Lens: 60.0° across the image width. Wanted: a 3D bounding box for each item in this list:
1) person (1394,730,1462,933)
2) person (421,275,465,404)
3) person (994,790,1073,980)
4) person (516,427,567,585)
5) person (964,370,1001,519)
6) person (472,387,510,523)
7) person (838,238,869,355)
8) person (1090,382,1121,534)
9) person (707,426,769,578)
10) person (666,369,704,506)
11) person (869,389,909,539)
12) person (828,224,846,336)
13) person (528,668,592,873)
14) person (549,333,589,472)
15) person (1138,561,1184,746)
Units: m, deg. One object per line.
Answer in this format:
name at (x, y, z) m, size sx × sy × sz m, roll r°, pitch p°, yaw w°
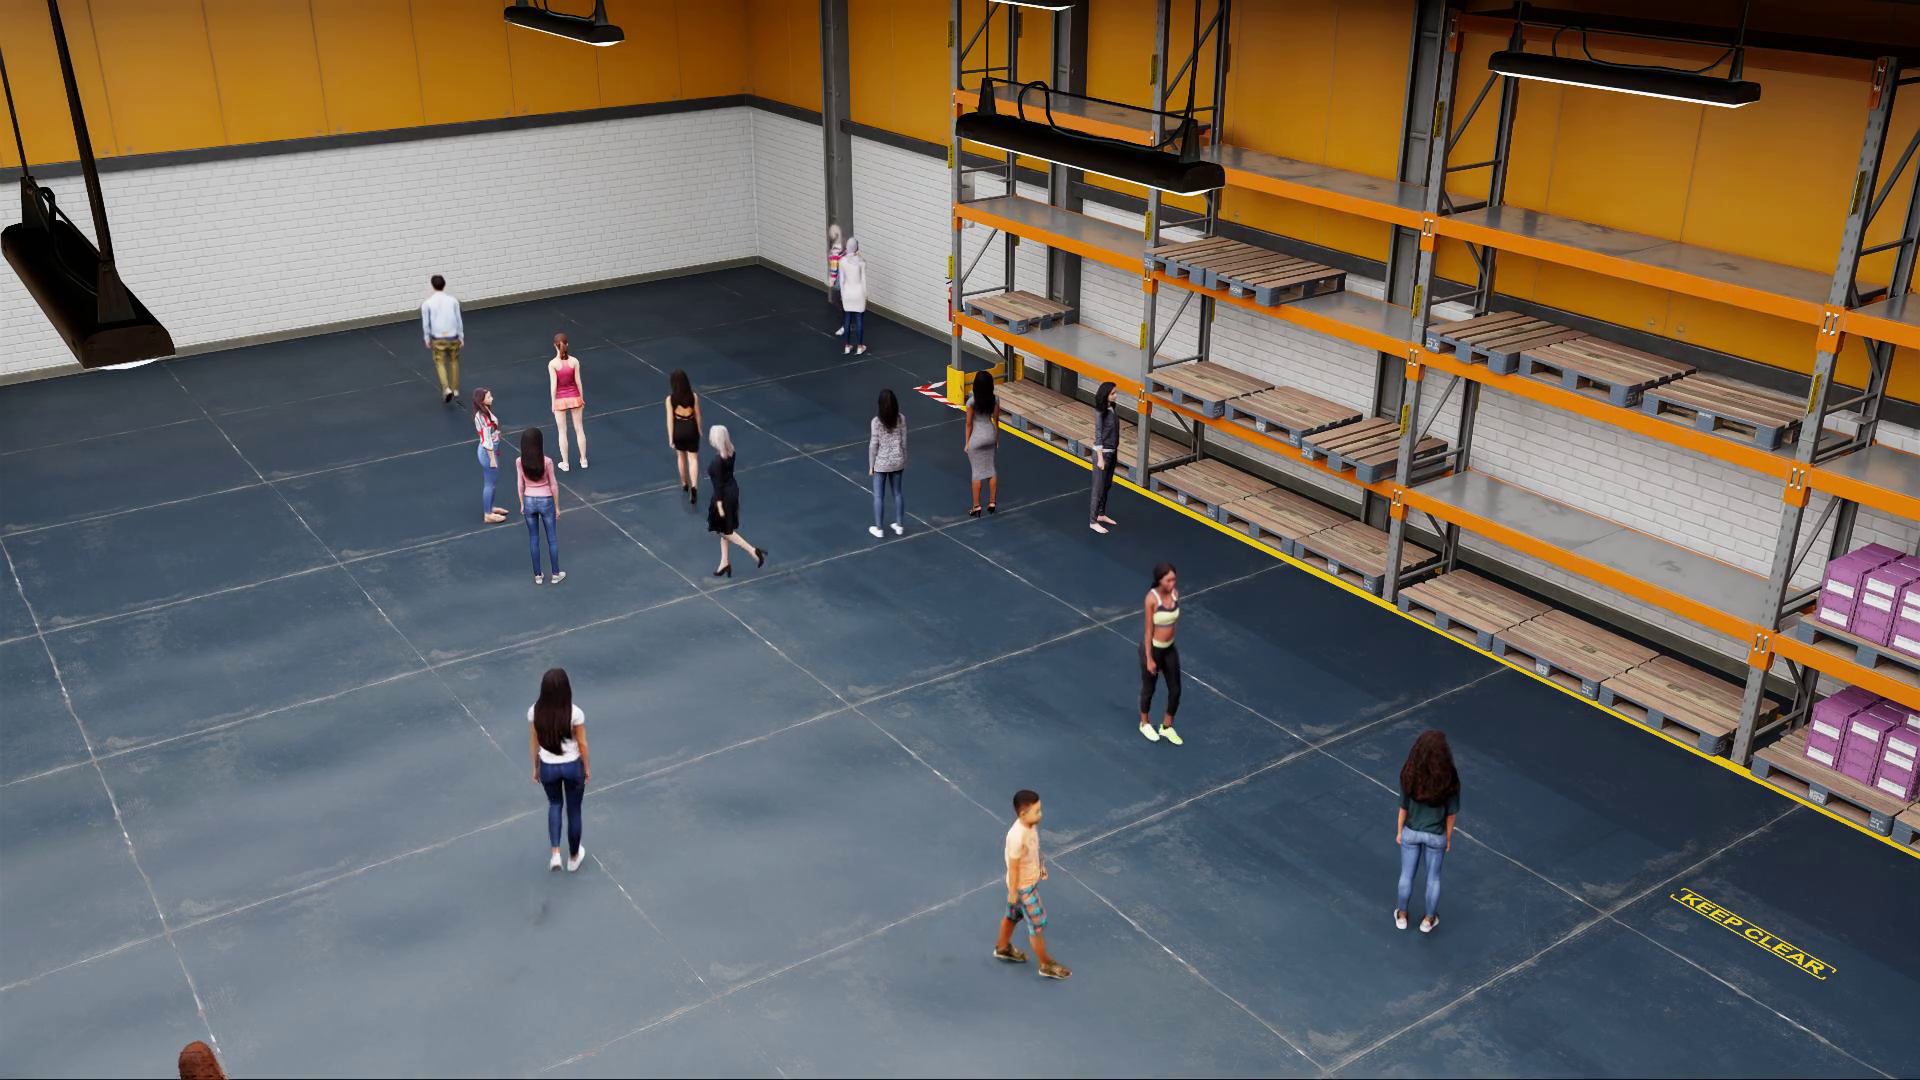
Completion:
person at (3.394, 2.126, 12.150) m, size 0.688 × 1.614 × 0.768 m, roll 8°, pitch 25°, yaw 18°
person at (-7.165, -2.774, 23.139) m, size 0.808 × 1.791 × 1.094 m, roll -10°, pitch 26°, yaw -22°
person at (0.376, 2.401, 11.737) m, size 0.918 × 1.441 × 0.830 m, roll 6°, pitch 24°, yaw 13°
person at (-4.487, -0.375, 17.712) m, size 0.640 × 1.742 × 0.671 m, roll 0°, pitch 24°, yaw 1°
person at (0.269, -1.124, 19.376) m, size 0.619 × 1.781 × 0.573 m, roll -10°, pitch 26°, yaw -22°
person at (-5.484, -1.011, 19.330) m, size 0.708 × 1.612 × 0.570 m, roll -5°, pitch 24°, yaw -12°
person at (-1.615, -3.718, 25.319) m, size 0.665 × 1.774 × 0.753 m, roll 8°, pitch 25°, yaw 17°
person at (1.655, -0.977, 19.062) m, size 0.671 × 1.764 × 0.675 m, roll 11°, pitch 26°, yaw 24°
person at (-2.425, -0.383, 17.749) m, size 1.026 × 1.727 × 0.933 m, roll 7°, pitch 24°, yaw 15°
person at (-3.240, -1.195, 19.737) m, size 0.834 × 1.624 × 1.077 m, roll -4°, pitch 24°, yaw -9°
person at (-0.816, -0.875, 18.871) m, size 0.642 × 1.730 × 0.569 m, roll -12°, pitch 26°, yaw -26°
person at (-1.869, -4.166, 26.335) m, size 0.840 × 1.781 × 0.769 m, roll 9°, pitch 25°, yaw 20°
person at (-3.059, 1.812, 12.675) m, size 0.822 × 1.770 × 0.889 m, roll 2°, pitch 24°, yaw 4°
person at (-4.919, -1.735, 20.811) m, size 0.589 × 1.753 × 0.580 m, roll -12°, pitch 26°, yaw -25°
person at (1.687, 0.966, 14.651) m, size 0.607 × 1.737 × 0.713 m, roll -12°, pitch 26°, yaw -25°
